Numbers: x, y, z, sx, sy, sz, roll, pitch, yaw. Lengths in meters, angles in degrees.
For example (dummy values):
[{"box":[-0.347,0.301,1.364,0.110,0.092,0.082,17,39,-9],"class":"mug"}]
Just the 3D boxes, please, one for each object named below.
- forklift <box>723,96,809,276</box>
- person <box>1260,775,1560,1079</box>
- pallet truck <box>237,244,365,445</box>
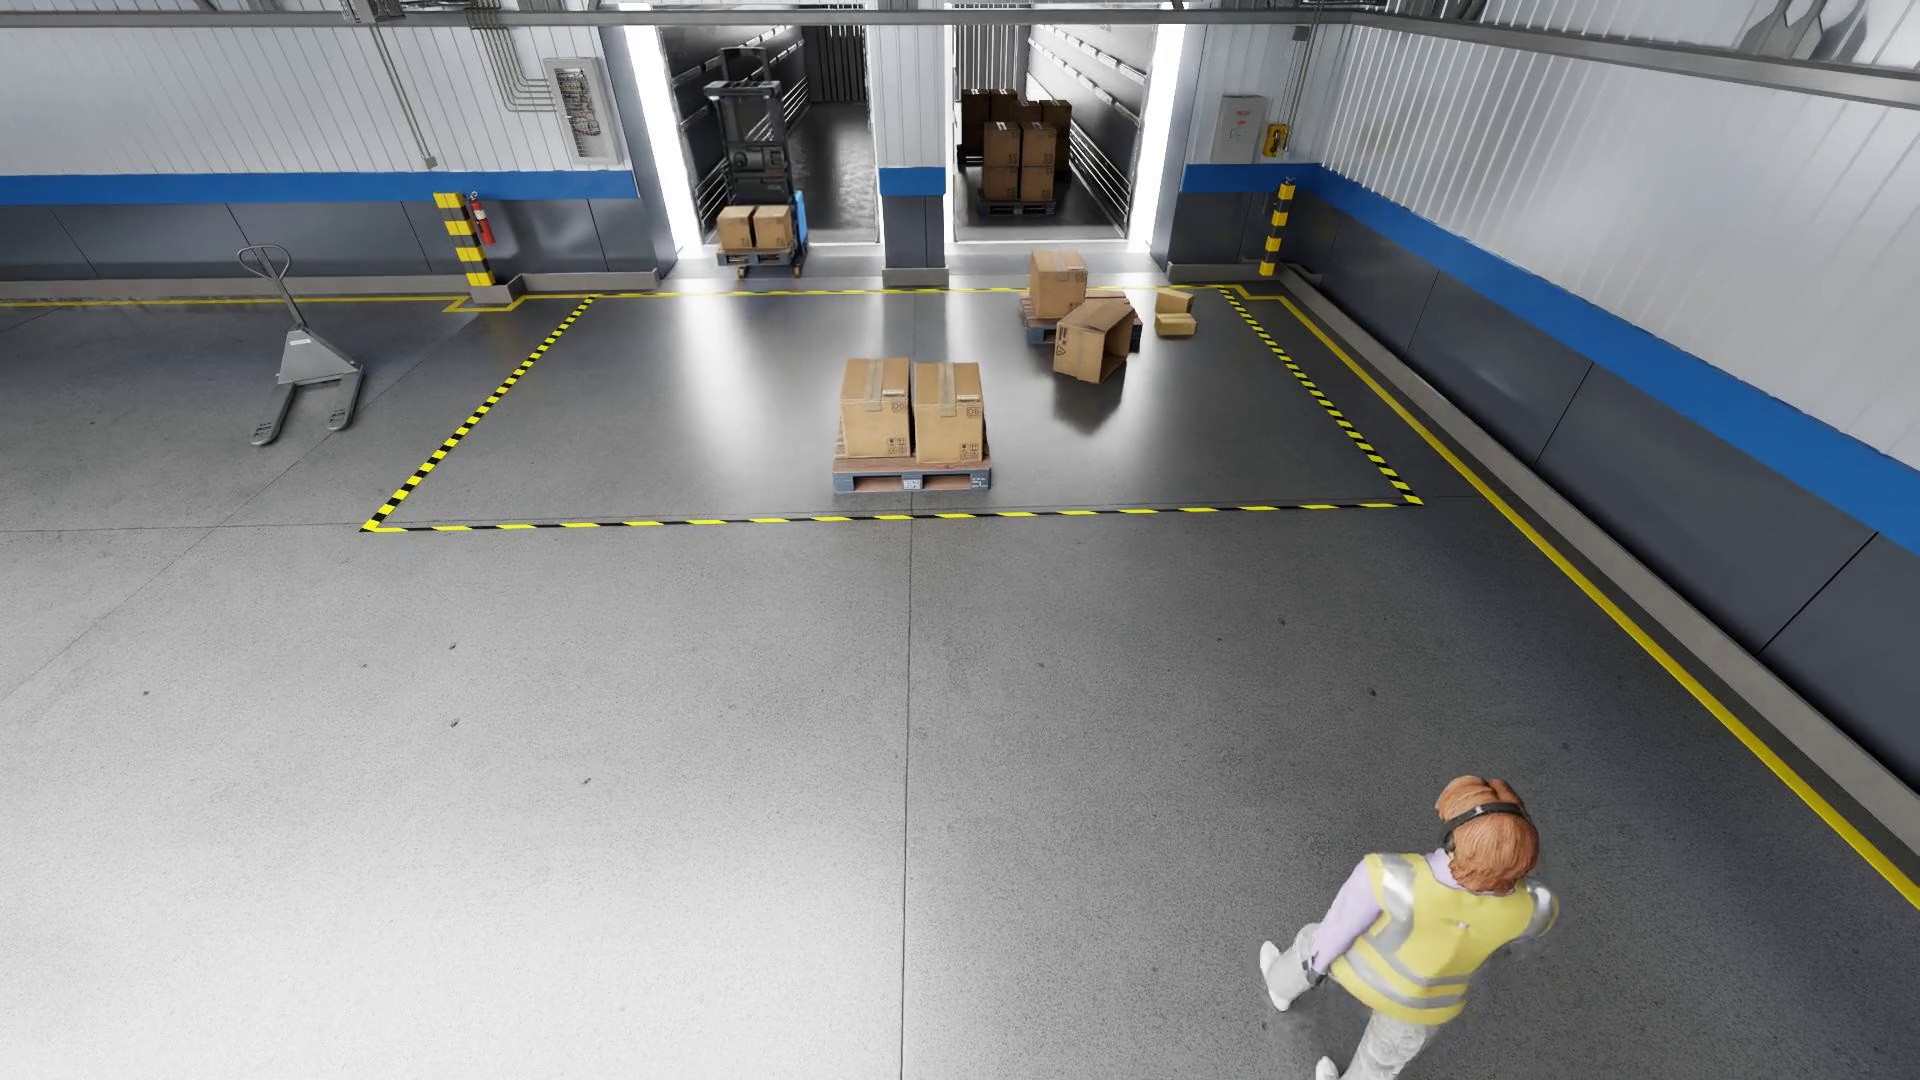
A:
[{"box":[-2.467,-4.663,9.414,0.716,2.013,0.776,-2,39,-2],"class":"forklift"},{"box":[1.325,1.264,2.277,0.513,1.622,0.607,10,40,13],"class":"person"},{"box":[-5.915,-1.733,6.366,0.680,1.201,1.601,-18,42,-21],"class":"pallet truck"}]
